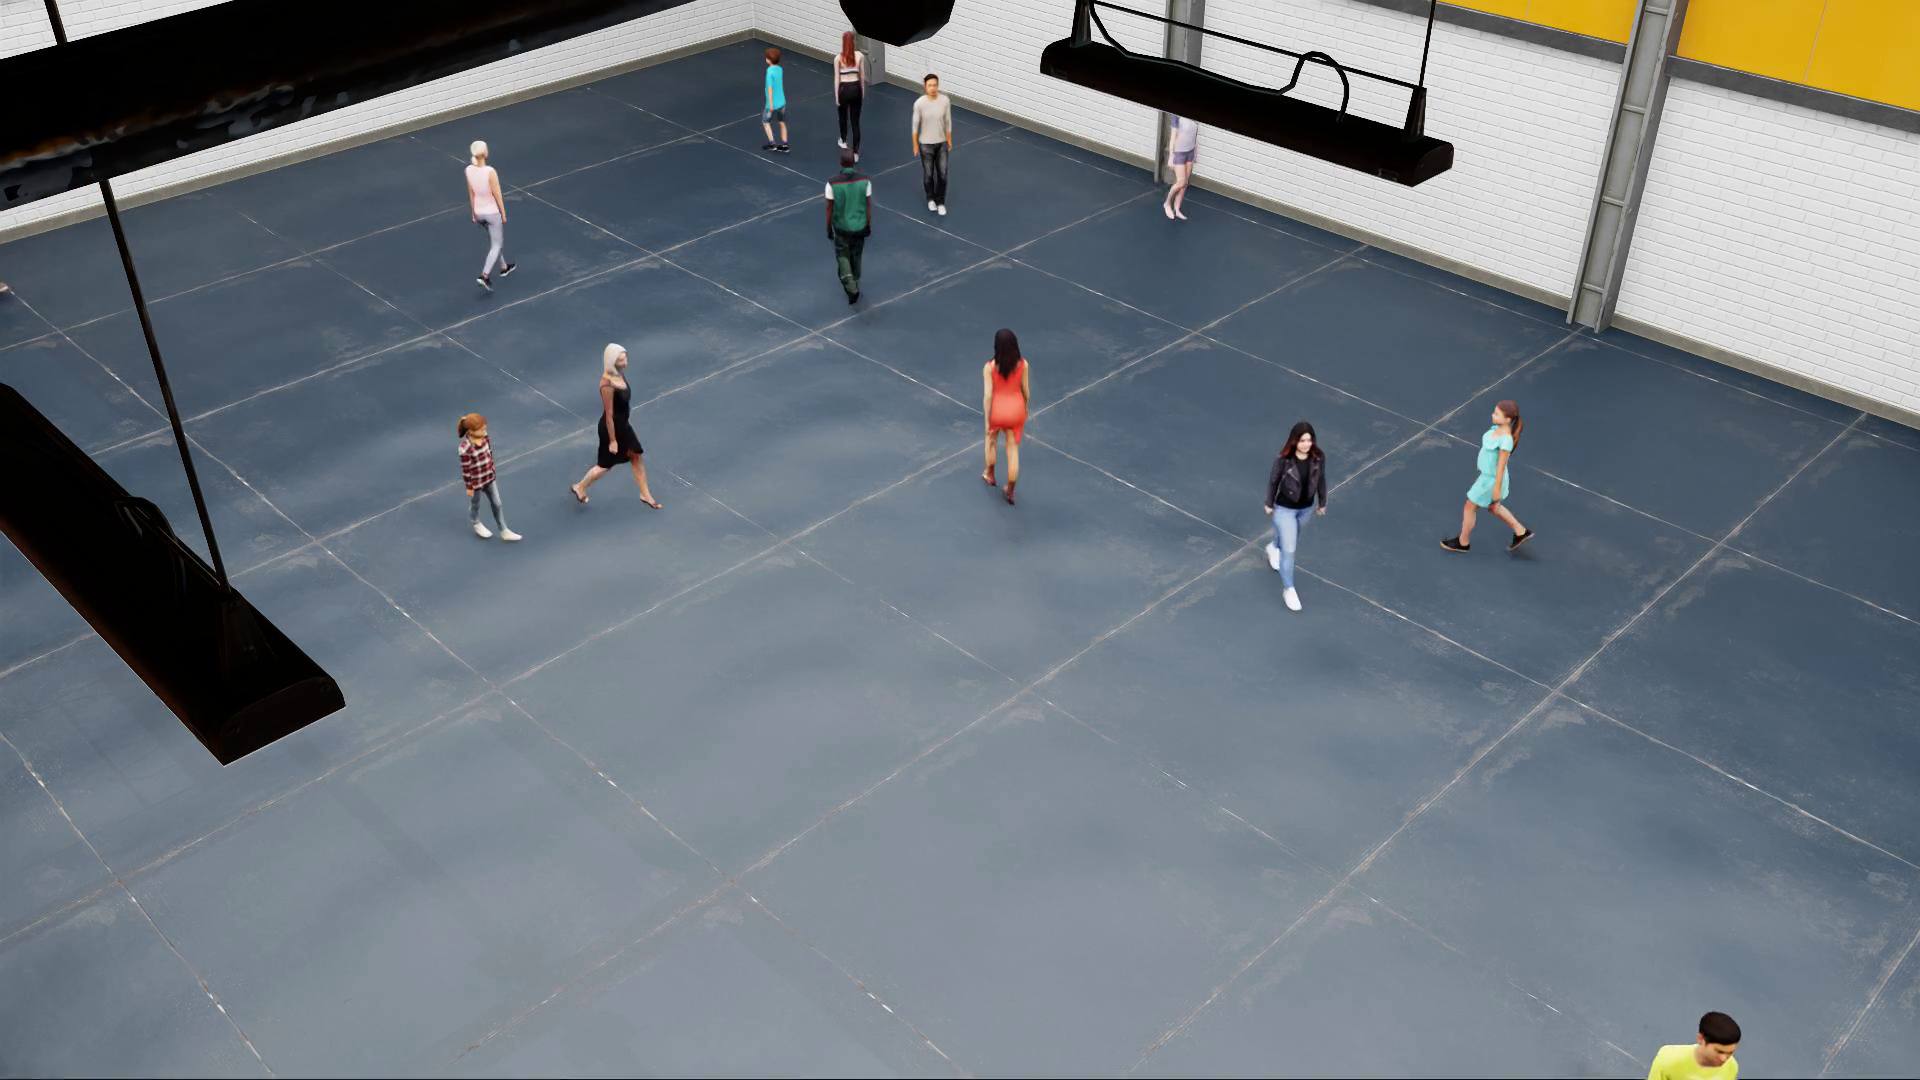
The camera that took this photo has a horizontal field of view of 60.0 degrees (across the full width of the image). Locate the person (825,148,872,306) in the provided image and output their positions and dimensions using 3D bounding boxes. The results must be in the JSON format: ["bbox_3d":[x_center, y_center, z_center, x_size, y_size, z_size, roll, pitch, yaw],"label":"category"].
[{"bbox_3d":[-1.205,-3.463,18.630,0.937,1.822,1.079,-9,35,-13],"label":"person"}]

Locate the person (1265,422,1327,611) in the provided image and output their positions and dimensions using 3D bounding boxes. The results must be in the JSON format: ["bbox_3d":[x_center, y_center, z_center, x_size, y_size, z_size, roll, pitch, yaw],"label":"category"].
[{"bbox_3d":[2.795,-0.298,14.073,1.004,1.595,1.190,-8,34,-11],"label":"person"}]

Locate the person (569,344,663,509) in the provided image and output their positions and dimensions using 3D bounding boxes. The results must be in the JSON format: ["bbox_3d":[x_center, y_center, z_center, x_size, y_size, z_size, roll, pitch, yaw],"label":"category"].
[{"bbox_3d":[-3.205,-0.994,15.018,1.178,1.708,1.030,4,34,6],"label":"person"}]

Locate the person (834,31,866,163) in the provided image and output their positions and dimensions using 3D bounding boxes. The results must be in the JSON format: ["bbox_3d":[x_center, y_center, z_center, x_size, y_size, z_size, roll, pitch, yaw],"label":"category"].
[{"bbox_3d":[-1.457,-5.966,22.489,0.882,1.719,1.045,-8,34,-12],"label":"person"}]

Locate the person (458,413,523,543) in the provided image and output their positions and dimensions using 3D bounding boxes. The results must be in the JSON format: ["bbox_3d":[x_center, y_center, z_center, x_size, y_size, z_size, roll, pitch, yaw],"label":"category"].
[{"bbox_3d":[-4.316,-0.570,14.768,0.839,1.279,0.660,20,38,27],"label":"person"}]

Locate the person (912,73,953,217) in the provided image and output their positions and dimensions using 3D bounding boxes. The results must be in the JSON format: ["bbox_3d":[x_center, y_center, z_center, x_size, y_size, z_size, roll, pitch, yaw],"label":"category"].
[{"bbox_3d":[-0.360,-5.054,21.047,0.849,1.796,0.897,-7,34,-10],"label":"person"}]

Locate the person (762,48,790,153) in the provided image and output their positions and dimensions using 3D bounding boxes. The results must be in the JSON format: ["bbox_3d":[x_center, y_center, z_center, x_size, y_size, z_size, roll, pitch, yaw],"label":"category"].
[{"bbox_3d":[-2.473,-6.013,22.815,0.675,1.435,0.607,17,37,24],"label":"person"}]

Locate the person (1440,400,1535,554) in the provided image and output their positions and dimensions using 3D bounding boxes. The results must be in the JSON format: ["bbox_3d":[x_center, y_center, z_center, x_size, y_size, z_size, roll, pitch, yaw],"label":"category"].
[{"bbox_3d":[4.711,-0.531,14.476,1.074,1.537,0.871,8,34,12],"label":"person"}]

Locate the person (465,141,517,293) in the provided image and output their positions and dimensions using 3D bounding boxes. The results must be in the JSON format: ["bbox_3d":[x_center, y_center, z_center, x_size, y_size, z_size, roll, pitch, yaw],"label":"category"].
[{"bbox_3d":[-5.456,-3.704,19.105,1.096,1.698,0.941,11,35,16],"label":"person"}]

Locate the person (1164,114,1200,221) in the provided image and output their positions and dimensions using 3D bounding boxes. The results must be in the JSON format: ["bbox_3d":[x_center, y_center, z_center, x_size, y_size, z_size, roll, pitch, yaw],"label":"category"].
[{"bbox_3d":[2.728,-4.876,20.818,0.609,1.752,0.615,-24,40,-31],"label":"person"}]

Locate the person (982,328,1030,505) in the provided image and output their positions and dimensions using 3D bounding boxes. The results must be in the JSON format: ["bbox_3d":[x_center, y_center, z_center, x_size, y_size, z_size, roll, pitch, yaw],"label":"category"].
[{"bbox_3d":[0.444,-1.091,15.172,0.837,1.699,0.919,-4,34,-6],"label":"person"}]

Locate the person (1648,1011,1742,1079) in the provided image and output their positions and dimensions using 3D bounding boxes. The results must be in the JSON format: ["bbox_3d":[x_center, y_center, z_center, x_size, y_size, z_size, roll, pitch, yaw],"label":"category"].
[{"bbox_3d":[3.795,3.079,8.910,1.009,1.687,1.053,0,34,1],"label":"person"}]
